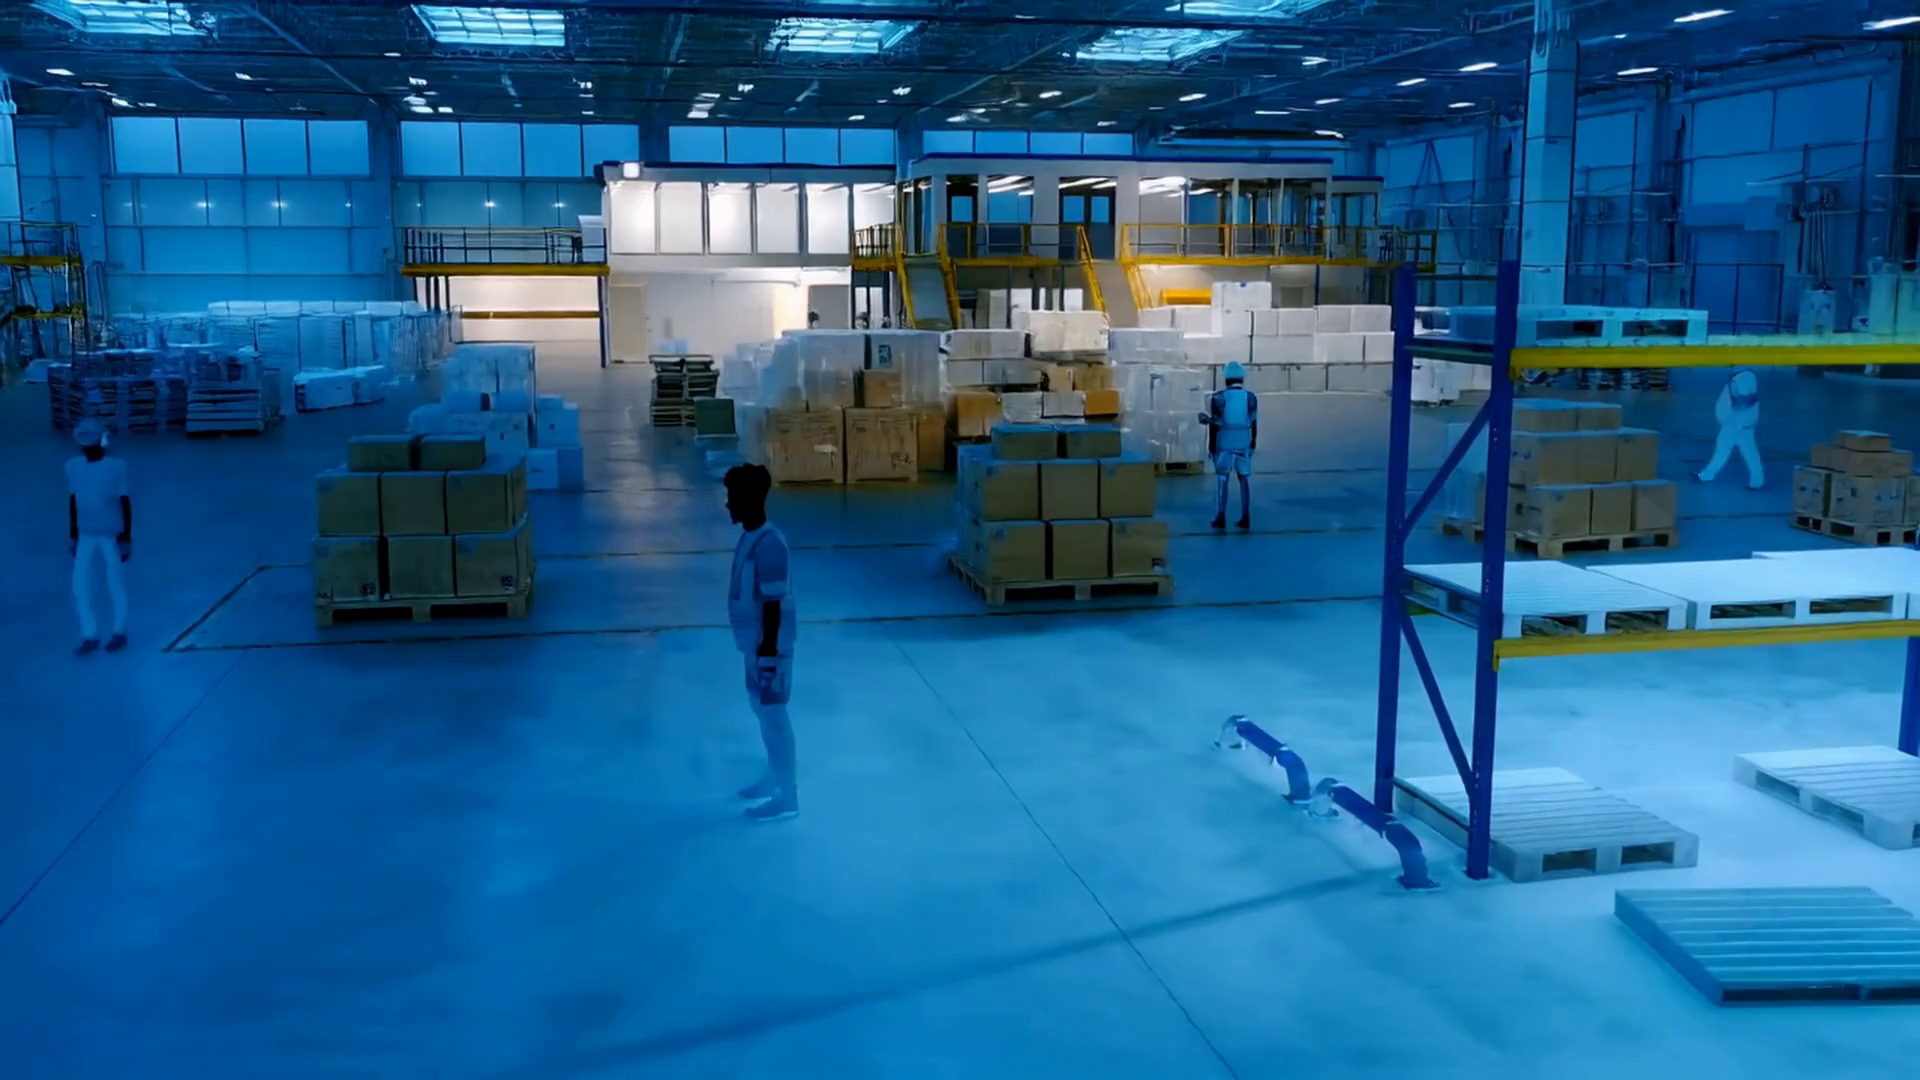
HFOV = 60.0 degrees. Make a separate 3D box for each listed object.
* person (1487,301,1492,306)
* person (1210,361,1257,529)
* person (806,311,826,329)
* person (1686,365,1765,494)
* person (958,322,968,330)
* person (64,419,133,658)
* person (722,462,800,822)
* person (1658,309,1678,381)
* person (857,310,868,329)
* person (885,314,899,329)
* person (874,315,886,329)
[{"bbox_3d":[18.492,-7.434,58.183,0.636,1.816,0.727,-5,10,-26],"label":"person"},{"bbox_3d":[3.141,-1.092,19.193,0.542,1.928,0.399,-1,9,-5],"label":"person"},{"bbox_3d":[-3.343,-4.283,38.421,0.622,1.992,0.396,6,11,30],"label":"person"},{"bbox_3d":[10.330,-1.650,22.233,1.003,2.000,0.703,4,10,26],"label":"person"},{"bbox_3d":[0.060,-3.816,36.079,0.980,1.832,0.598,8,12,39],"label":"person"},{"bbox_3d":[-6.650,-0.010,12.820,0.546,1.843,0.701,-1,9,-3],"label":"person"},{"bbox_3d":[-1.089,0.547,9.114,0.383,1.957,0.606,-3,10,-18],"label":"person"},{"bbox_3d":[18.344,-5.056,43.368,0.867,1.911,0.605,-2,10,-12],"label":"person"},{"bbox_3d":[-2.605,-5.192,44.306,0.353,1.883,0.573,-3,10,-17],"label":"person"},{"bbox_3d":[-1.777,-4.894,42.674,0.545,1.831,0.508,7,12,37],"label":"person"},{"bbox_3d":[-1.891,-4.287,38.747,0.609,1.896,0.421,7,12,38],"label":"person"}]
